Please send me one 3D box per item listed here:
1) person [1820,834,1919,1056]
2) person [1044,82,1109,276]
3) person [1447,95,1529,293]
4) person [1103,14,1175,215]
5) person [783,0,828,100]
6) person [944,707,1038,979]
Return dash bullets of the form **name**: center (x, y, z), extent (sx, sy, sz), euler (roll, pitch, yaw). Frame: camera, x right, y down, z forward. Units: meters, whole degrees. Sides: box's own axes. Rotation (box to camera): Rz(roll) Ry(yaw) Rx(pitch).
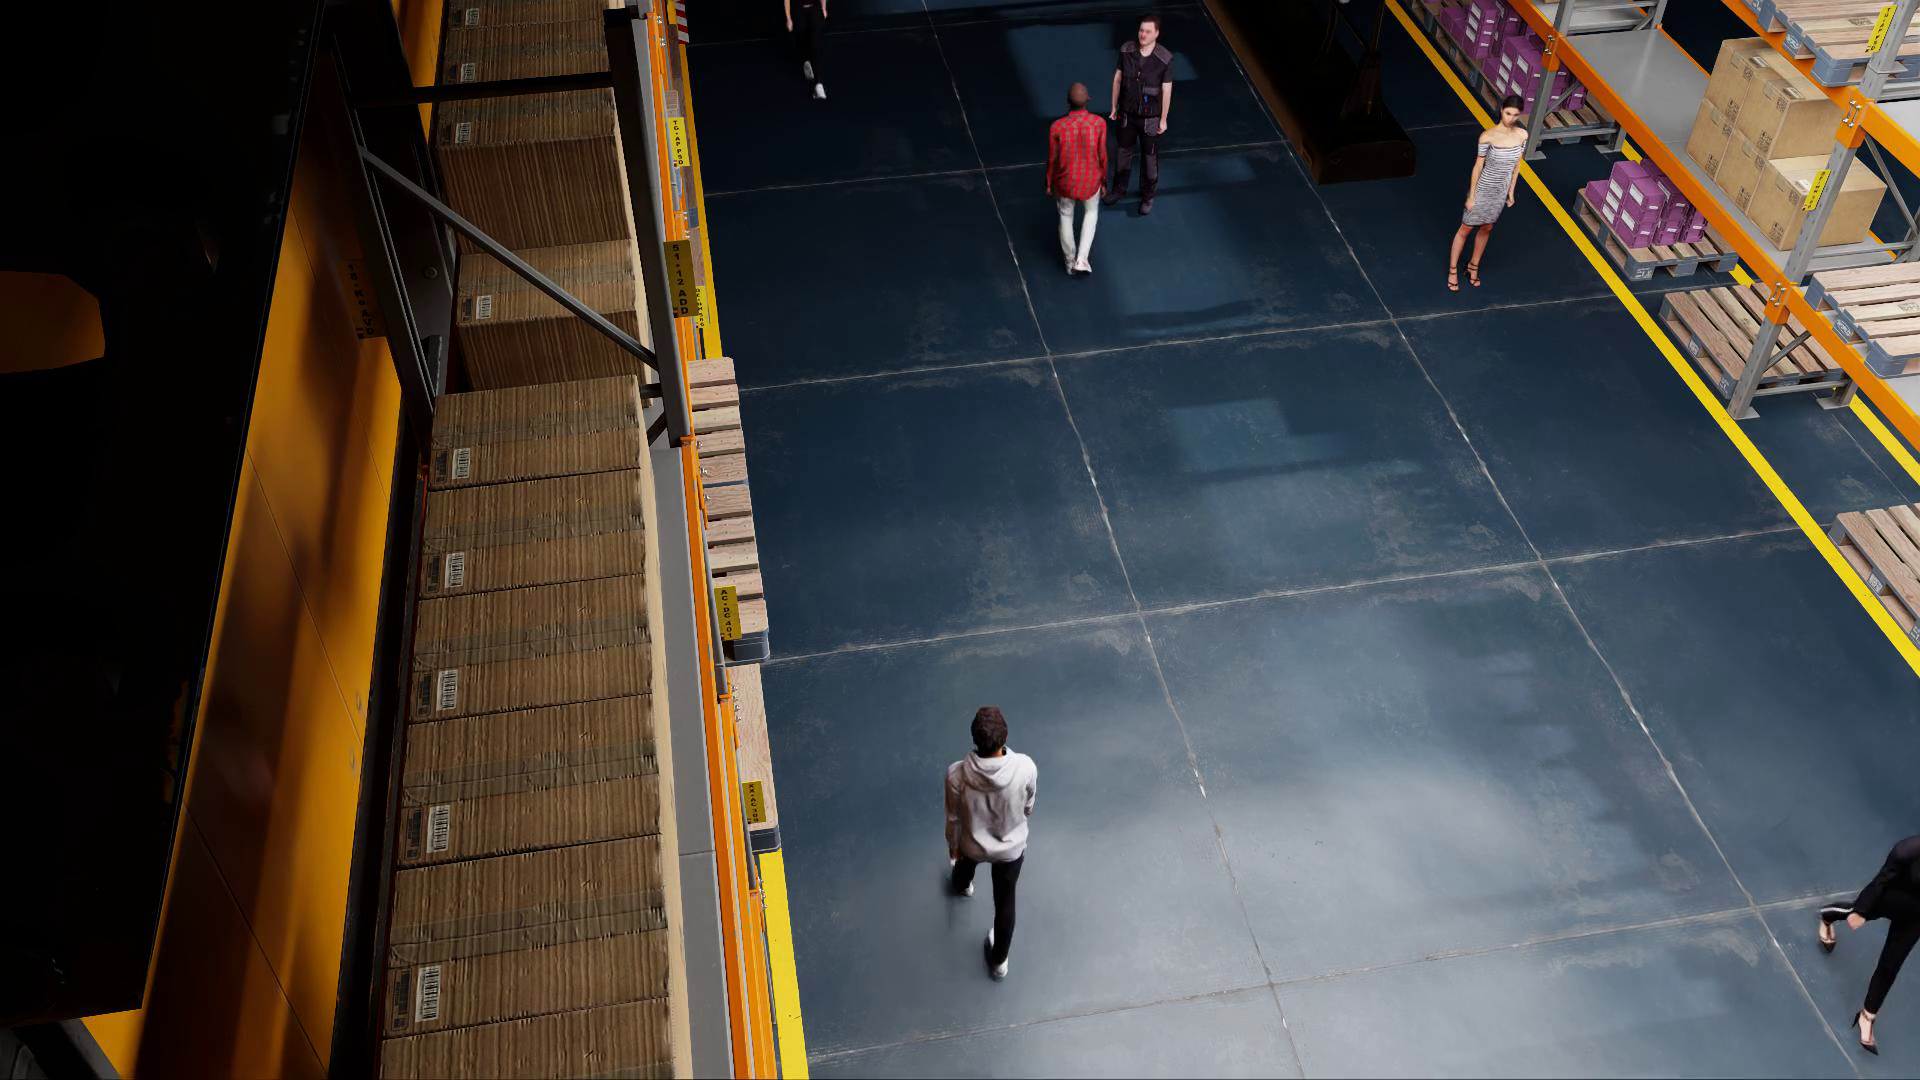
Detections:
- **person**: center (5.016, 1.912, 9.012), extent (0.788, 1.652, 1.168), euler (1, 44, 1)
- **person**: center (0.997, -2.994, 14.046), extent (0.773, 1.811, 0.802), euler (1, 44, 2)
- **person**: center (4.423, -2.911, 13.950), extent (0.595, 1.823, 0.526), euler (-10, 44, -10)
- **person**: center (1.615, -3.828, 14.894), extent (0.797, 1.849, 0.821), euler (20, 47, 20)
- **person**: center (-1.557, -5.265, 16.589), extent (0.680, 1.592, 1.121), euler (-11, 45, -11)
- **person**: center (0.191, 1.704, 9.060), extent (0.726, 1.885, 1.099), euler (-3, 44, -3)
